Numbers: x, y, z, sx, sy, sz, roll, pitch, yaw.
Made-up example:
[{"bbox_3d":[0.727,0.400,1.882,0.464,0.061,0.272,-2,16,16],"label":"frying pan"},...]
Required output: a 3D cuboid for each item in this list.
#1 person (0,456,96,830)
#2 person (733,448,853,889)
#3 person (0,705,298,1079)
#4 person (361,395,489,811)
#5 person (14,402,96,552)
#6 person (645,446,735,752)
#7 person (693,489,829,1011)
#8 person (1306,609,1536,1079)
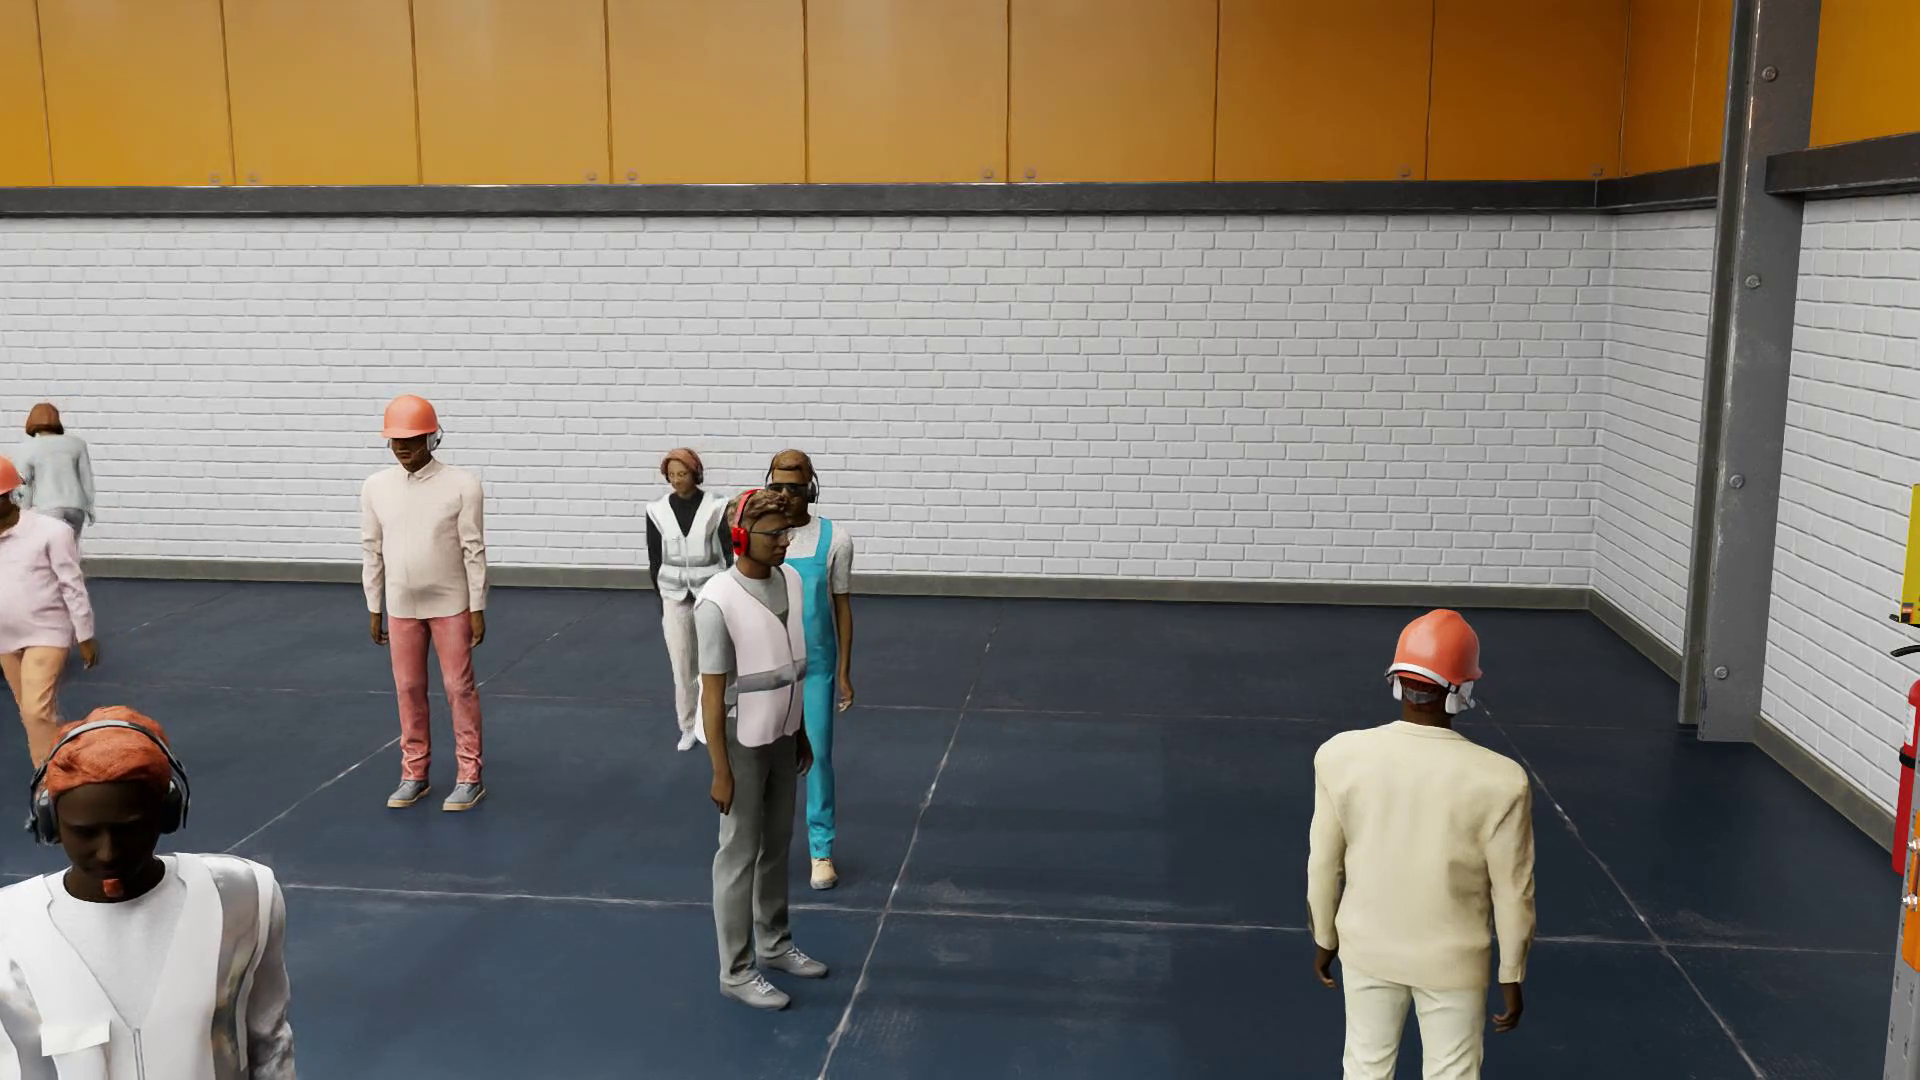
[{"bbox_3d":[-4.352,0.464,7.657,0.571,1.719,0.692,2,10,9],"label":"person"},{"bbox_3d":[-0.692,0.537,6.893,0.506,1.847,0.346,0,10,0],"label":"person"},{"bbox_3d":[-1.446,1.208,2.935,0.573,1.887,0.354,-7,12,-36],"label":"person"},{"bbox_3d":[-2.524,0.304,7.847,0.608,1.987,0.400,1,10,5],"label":"person"},{"bbox_3d":[-6.534,-0.213,12.039,0.975,1.549,0.508,8,13,40],"label":"person"},{"bbox_3d":[-1.420,0.283,8.998,0.524,1.615,0.626,1,10,3],"label":"person"},{"bbox_3d":[-0.727,0.724,5.864,0.401,1.841,0.569,5,11,25],"label":"person"},{"bbox_3d":[1.183,1.039,4.284,0.575,1.749,0.333,6,11,30],"label":"person"}]
